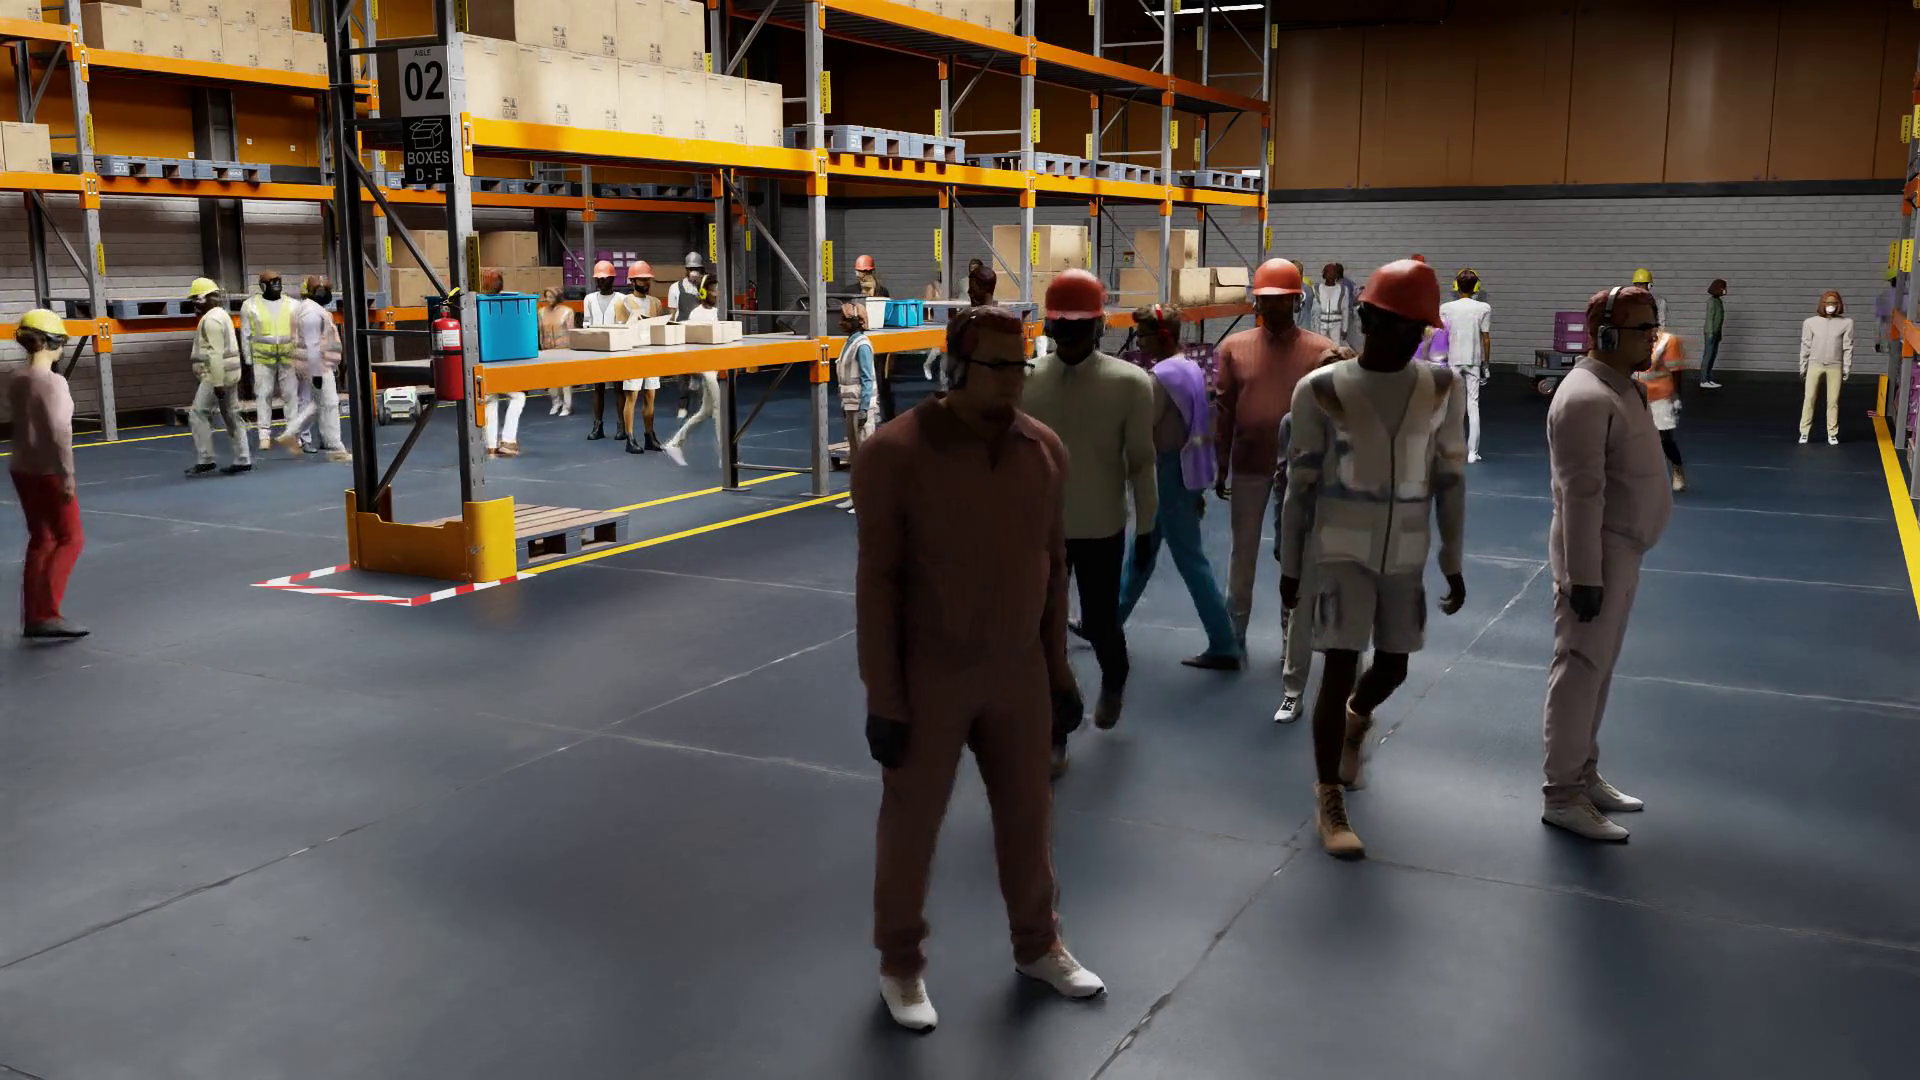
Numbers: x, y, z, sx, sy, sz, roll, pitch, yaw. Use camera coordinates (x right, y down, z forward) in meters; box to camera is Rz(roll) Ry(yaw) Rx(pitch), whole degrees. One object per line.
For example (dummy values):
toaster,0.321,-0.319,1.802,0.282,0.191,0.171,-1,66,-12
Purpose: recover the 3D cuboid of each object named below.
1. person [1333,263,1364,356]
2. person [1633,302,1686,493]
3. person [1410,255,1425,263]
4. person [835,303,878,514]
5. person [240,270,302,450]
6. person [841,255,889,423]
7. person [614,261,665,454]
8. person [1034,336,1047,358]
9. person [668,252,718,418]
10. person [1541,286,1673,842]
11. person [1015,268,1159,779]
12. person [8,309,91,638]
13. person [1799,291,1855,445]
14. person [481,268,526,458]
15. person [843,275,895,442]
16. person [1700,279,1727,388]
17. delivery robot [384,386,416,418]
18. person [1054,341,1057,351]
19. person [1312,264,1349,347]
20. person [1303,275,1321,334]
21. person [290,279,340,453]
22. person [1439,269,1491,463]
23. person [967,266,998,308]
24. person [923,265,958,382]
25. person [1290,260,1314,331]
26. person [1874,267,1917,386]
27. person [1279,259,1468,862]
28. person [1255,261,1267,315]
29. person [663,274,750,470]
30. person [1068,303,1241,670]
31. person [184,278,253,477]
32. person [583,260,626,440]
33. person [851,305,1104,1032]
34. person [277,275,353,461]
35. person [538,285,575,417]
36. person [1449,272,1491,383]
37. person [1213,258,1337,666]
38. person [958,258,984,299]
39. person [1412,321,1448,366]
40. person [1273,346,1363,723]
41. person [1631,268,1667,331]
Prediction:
person,6.073,-3.442,26.311,1.020,1.874,0.718,8,13,39
person,5.716,-1.170,13.717,0.575,1.674,0.541,-7,12,-36
person,6.704,-3.264,24.926,0.695,1.982,0.894,0,10,1
person,-0.798,-1.021,12.945,0.315,1.640,0.515,-3,10,-18
person,-7.075,-1.856,17.186,0.633,1.845,0.429,-5,11,-29
person,-1.129,-2.384,19.805,0.611,1.996,0.378,-2,10,-12
person,-3.222,-1.849,16.867,0.354,1.942,0.545,9,13,42
person,1.189,-3.468,26.663,0.637,1.798,0.972,-2,10,-10
person,-3.220,-2.500,20.351,0.689,2.000,0.539,-2,10,-11
person,2.266,0.074,5.835,0.409,1.907,0.651,6,11,30
person,0.471,-0.084,6.572,0.633,1.972,0.681,3,10,16
person,-4.840,-0.350,8.810,0.566,1.736,0.456,7,12,35
person,9.157,-1.816,17.601,0.497,1.625,0.287,5,11,26
person,-4.543,-1.742,16.426,0.617,1.874,0.498,6,12,32
person,-0.936,-1.893,17.554,0.527,1.794,0.955,5,11,25
person,11.356,-3.104,25.052,0.282,1.626,0.503,8,13,38
delivery robot,-6.634,-1.694,19.707,0.477,0.478,0.707,-3,10,-16
person,0.847,-1.029,12.626,0.309,1.769,0.523,-2,10,-10
person,5.342,-3.066,24.171,0.594,1.854,0.794,2,10,11
person,4.538,-2.640,22.041,0.504,1.726,0.503,5,11,29
person,-6.544,-1.772,16.926,0.317,1.767,0.535,5,11,28
person,4.871,-1.679,16.092,0.507,1.872,0.329,3,10,15
person,0.243,-1.205,13.208,0.371,1.915,0.595,-2,10,-9
person,-0.294,-3.397,25.966,0.624,1.894,0.565,-8,13,-40
person,4.021,-2.379,19.959,0.370,1.934,0.627,6,11,30
person,12.172,-2.624,21.516,0.648,1.877,0.482,5,11,28
person,1.418,0.024,5.844,0.610,2.015,0.871,-1,10,-5
person,4.764,-3.332,25.524,0.466,1.923,0.554,8,12,37
person,-2.396,-1.574,15.602,0.882,1.839,0.532,2,10,14
person,0.973,-0.265,8.181,0.973,1.777,0.554,4,10,20
person,-6.805,-1.465,15.072,0.703,1.790,0.602,-2,10,-11
person,-3.813,-2.041,17.987,0.542,1.939,0.362,1,10,5
person,0.047,0.338,4.374,0.674,1.893,0.406,-6,12,-32
person,-6.266,-1.658,16.152,0.667,1.825,0.639,-4,10,-20
person,-4.960,-2.328,20.539,0.530,1.619,0.380,2,10,13
person,7.234,-2.941,23.681,0.604,1.770,0.946,3,10,15
person,1.539,-0.372,8.162,0.612,1.995,0.393,4,10,20
person,0.264,-3.471,26.267,0.629,1.940,0.376,2,10,14
person,3.246,-1.011,12.122,0.562,1.897,0.893,6,11,31
person,1.586,-0.011,7.118,0.497,1.633,0.285,3,10,17
person,8.324,-2.407,20.410,0.603,1.830,0.404,7,12,36
